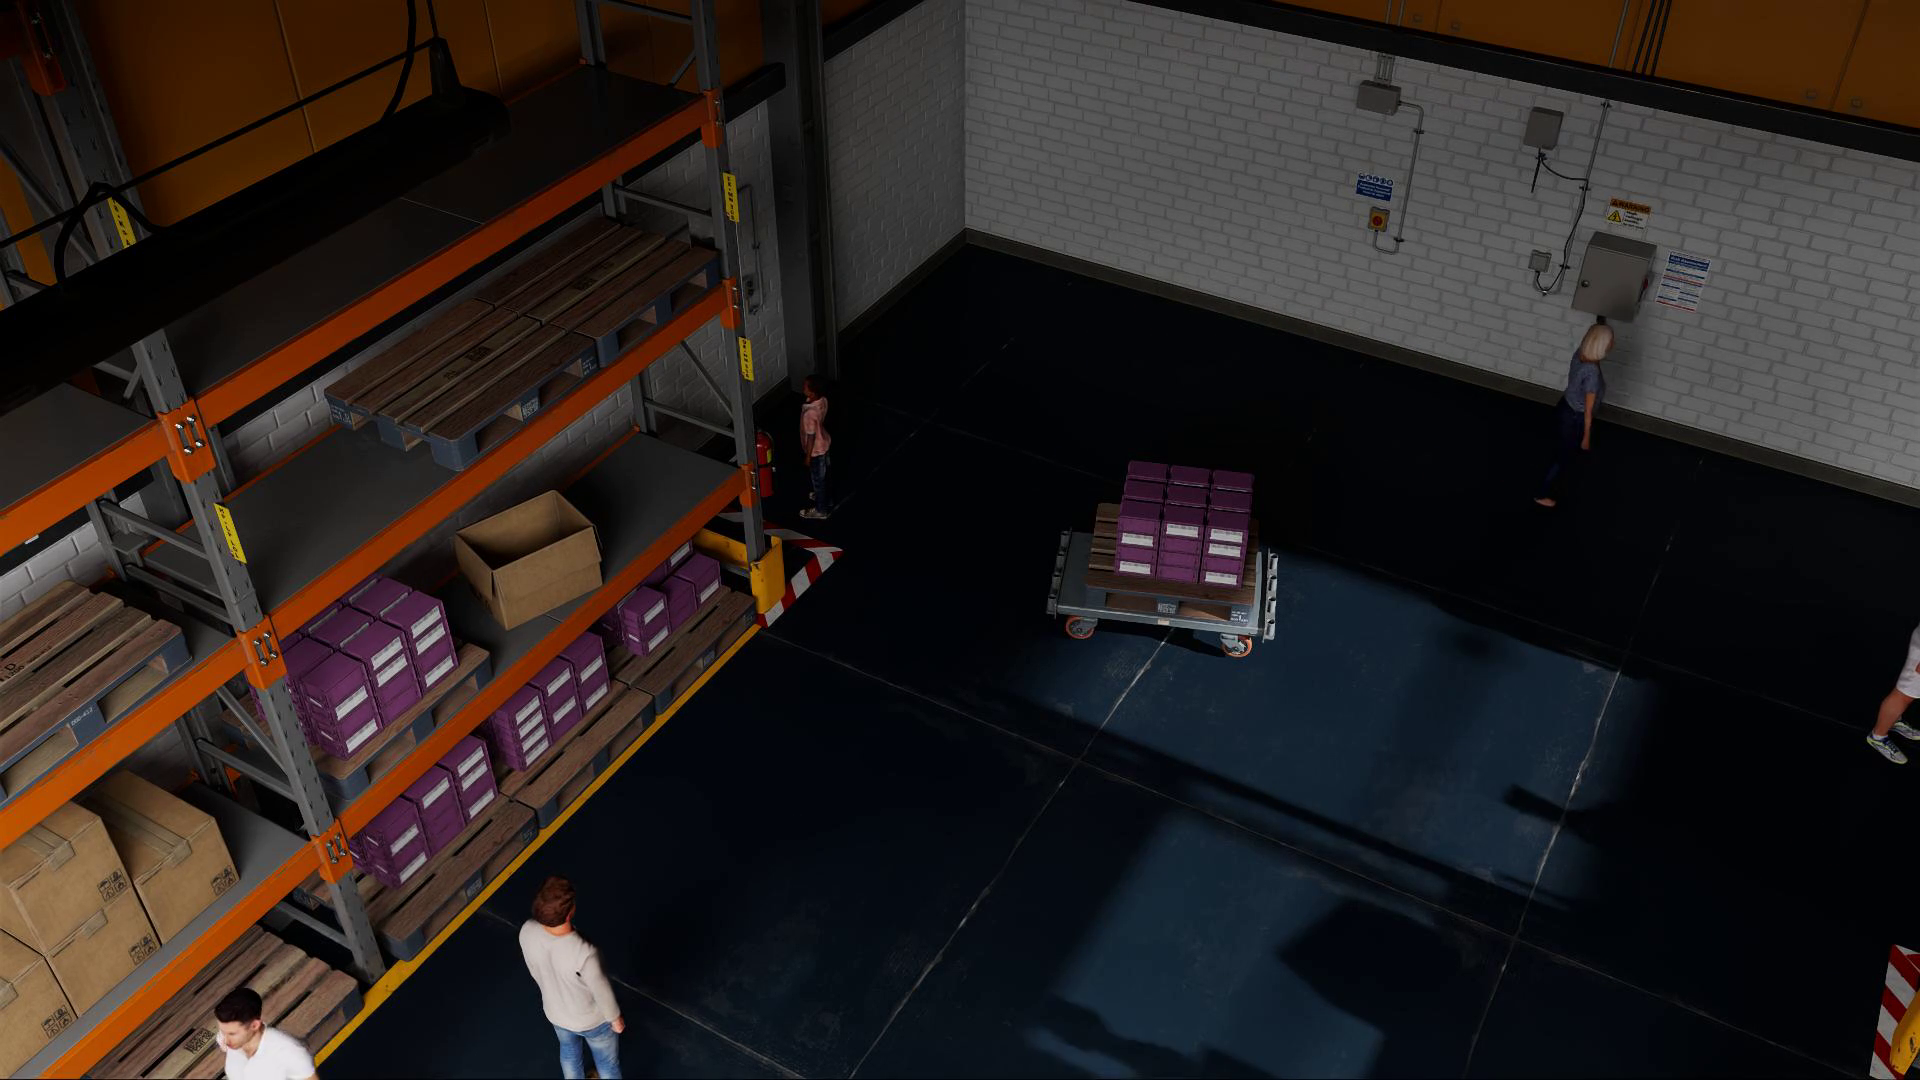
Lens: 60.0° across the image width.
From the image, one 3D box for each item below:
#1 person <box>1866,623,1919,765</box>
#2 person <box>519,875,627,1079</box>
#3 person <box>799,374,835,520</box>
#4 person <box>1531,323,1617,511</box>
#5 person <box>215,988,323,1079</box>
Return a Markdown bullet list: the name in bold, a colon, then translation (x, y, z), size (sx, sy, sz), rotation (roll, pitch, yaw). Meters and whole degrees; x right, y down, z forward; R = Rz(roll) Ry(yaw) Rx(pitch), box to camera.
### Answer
- **person**: translation (6.444, 0.652, 10.958), size (0.603, 1.854, 0.807), rotation (-31, 48, -33)
- **person**: translation (-1.987, 2.433, 8.686), size (0.667, 1.905, 0.598), rotation (16, 41, 19)
- **person**: translation (-1.123, -0.753, 13.156), size (0.608, 1.307, 0.497), rotation (10, 40, 12)
- **person**: translation (4.746, -0.964, 13.098), size (0.777, 1.710, 0.679), rotation (1, 39, 2)
- **person**: translation (-3.315, 2.792, 8.286), size (0.746, 1.846, 0.932), rotation (15, 41, 18)
